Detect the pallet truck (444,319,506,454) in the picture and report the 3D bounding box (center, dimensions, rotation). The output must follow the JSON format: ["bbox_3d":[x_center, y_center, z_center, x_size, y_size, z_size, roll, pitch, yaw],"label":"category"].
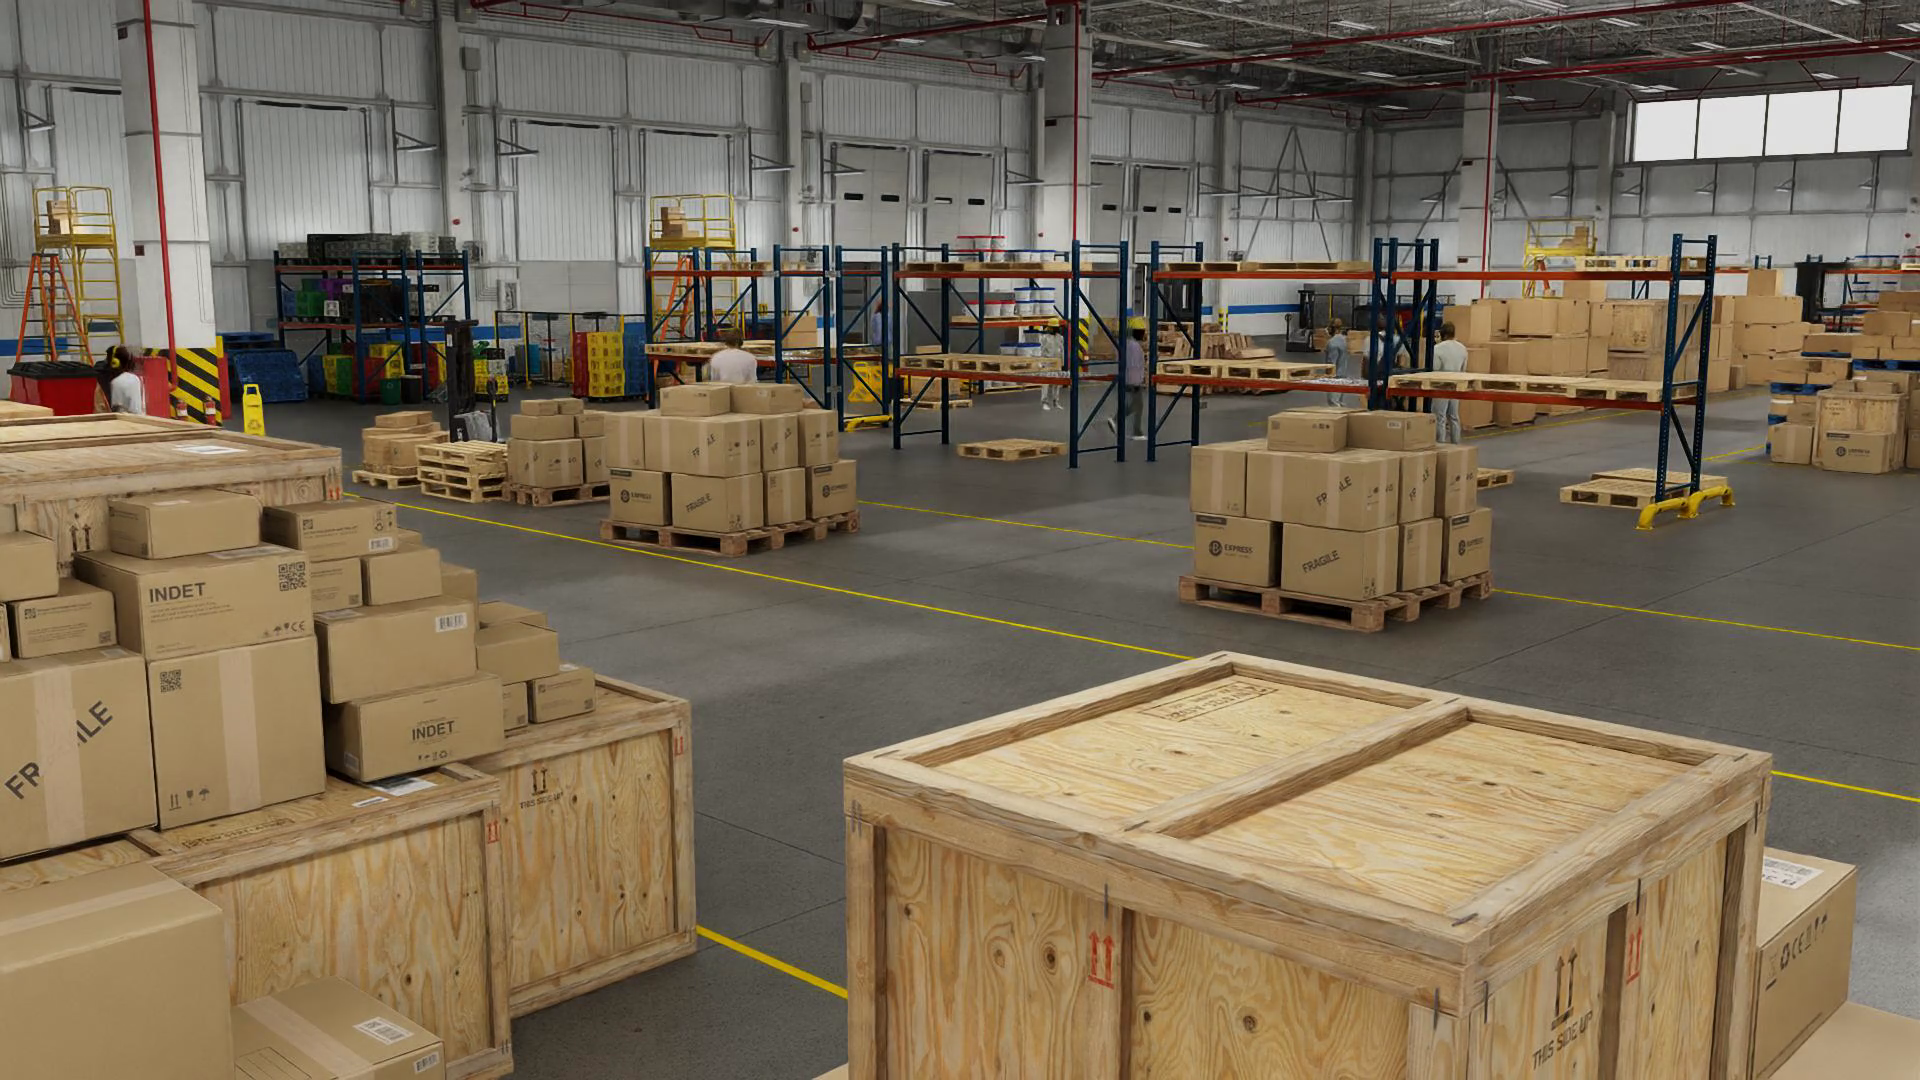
[{"bbox_3d":[-6.981,-1.942,22.150,1.885,1.965,0.823,1,9,9],"label":"pallet truck"}]

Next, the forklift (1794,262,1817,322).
[{"bbox_3d":[21.982,-5.849,43.408,1.873,2.768,1.129,7,11,36],"label":"forklift"}]

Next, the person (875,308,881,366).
[{"bbox_3d":[-2.160,-5.388,44.405,0.323,1.631,0.522,-1,9,-5],"label":"person"}]

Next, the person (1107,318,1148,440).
[{"bbox_3d":[2.650,-2.484,25.746,0.611,1.910,0.592,0,9,3],"label":"person"}]

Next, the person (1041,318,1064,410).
[{"bbox_3d":[1.759,-3.322,31.410,0.484,1.739,0.319,-4,10,-25],"label":"person"}]

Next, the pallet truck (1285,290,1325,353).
[{"bbox_3d":[11.297,-6.951,52.861,1.885,1.965,0.823,-5,11,-29],"label":"pallet truck"}]

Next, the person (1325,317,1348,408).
[{"bbox_3d":[5.750,-2.446,25.470,0.366,1.932,0.623,4,10,25],"label":"person"}]

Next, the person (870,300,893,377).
[{"bbox_3d":[-1.923,-4.890,40.535,0.554,1.889,0.934,-1,9,-9],"label":"person"}]

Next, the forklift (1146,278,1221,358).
[{"bbox_3d":[6.364,-6.425,46.939,1.873,2.768,1.129,9,13,43],"label":"forklift"}]

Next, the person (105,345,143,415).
[{"bbox_3d":[-8.799,-1.103,17.429,0.494,1.857,0.552,0,9,-3],"label":"person"}]

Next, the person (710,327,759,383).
[{"bbox_3d":[-2.785,-1.692,20.831,0.654,1.925,0.515,3,10,16],"label":"person"}]

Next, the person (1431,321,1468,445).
[{"bbox_3d":[6.779,-2.074,23.187,0.624,1.932,0.372,-5,10,-28],"label":"person"}]

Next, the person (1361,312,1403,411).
[{"bbox_3d":[6.482,-2.558,25.795,0.701,2.000,0.563,-4,10,-21],"label":"person"}]
